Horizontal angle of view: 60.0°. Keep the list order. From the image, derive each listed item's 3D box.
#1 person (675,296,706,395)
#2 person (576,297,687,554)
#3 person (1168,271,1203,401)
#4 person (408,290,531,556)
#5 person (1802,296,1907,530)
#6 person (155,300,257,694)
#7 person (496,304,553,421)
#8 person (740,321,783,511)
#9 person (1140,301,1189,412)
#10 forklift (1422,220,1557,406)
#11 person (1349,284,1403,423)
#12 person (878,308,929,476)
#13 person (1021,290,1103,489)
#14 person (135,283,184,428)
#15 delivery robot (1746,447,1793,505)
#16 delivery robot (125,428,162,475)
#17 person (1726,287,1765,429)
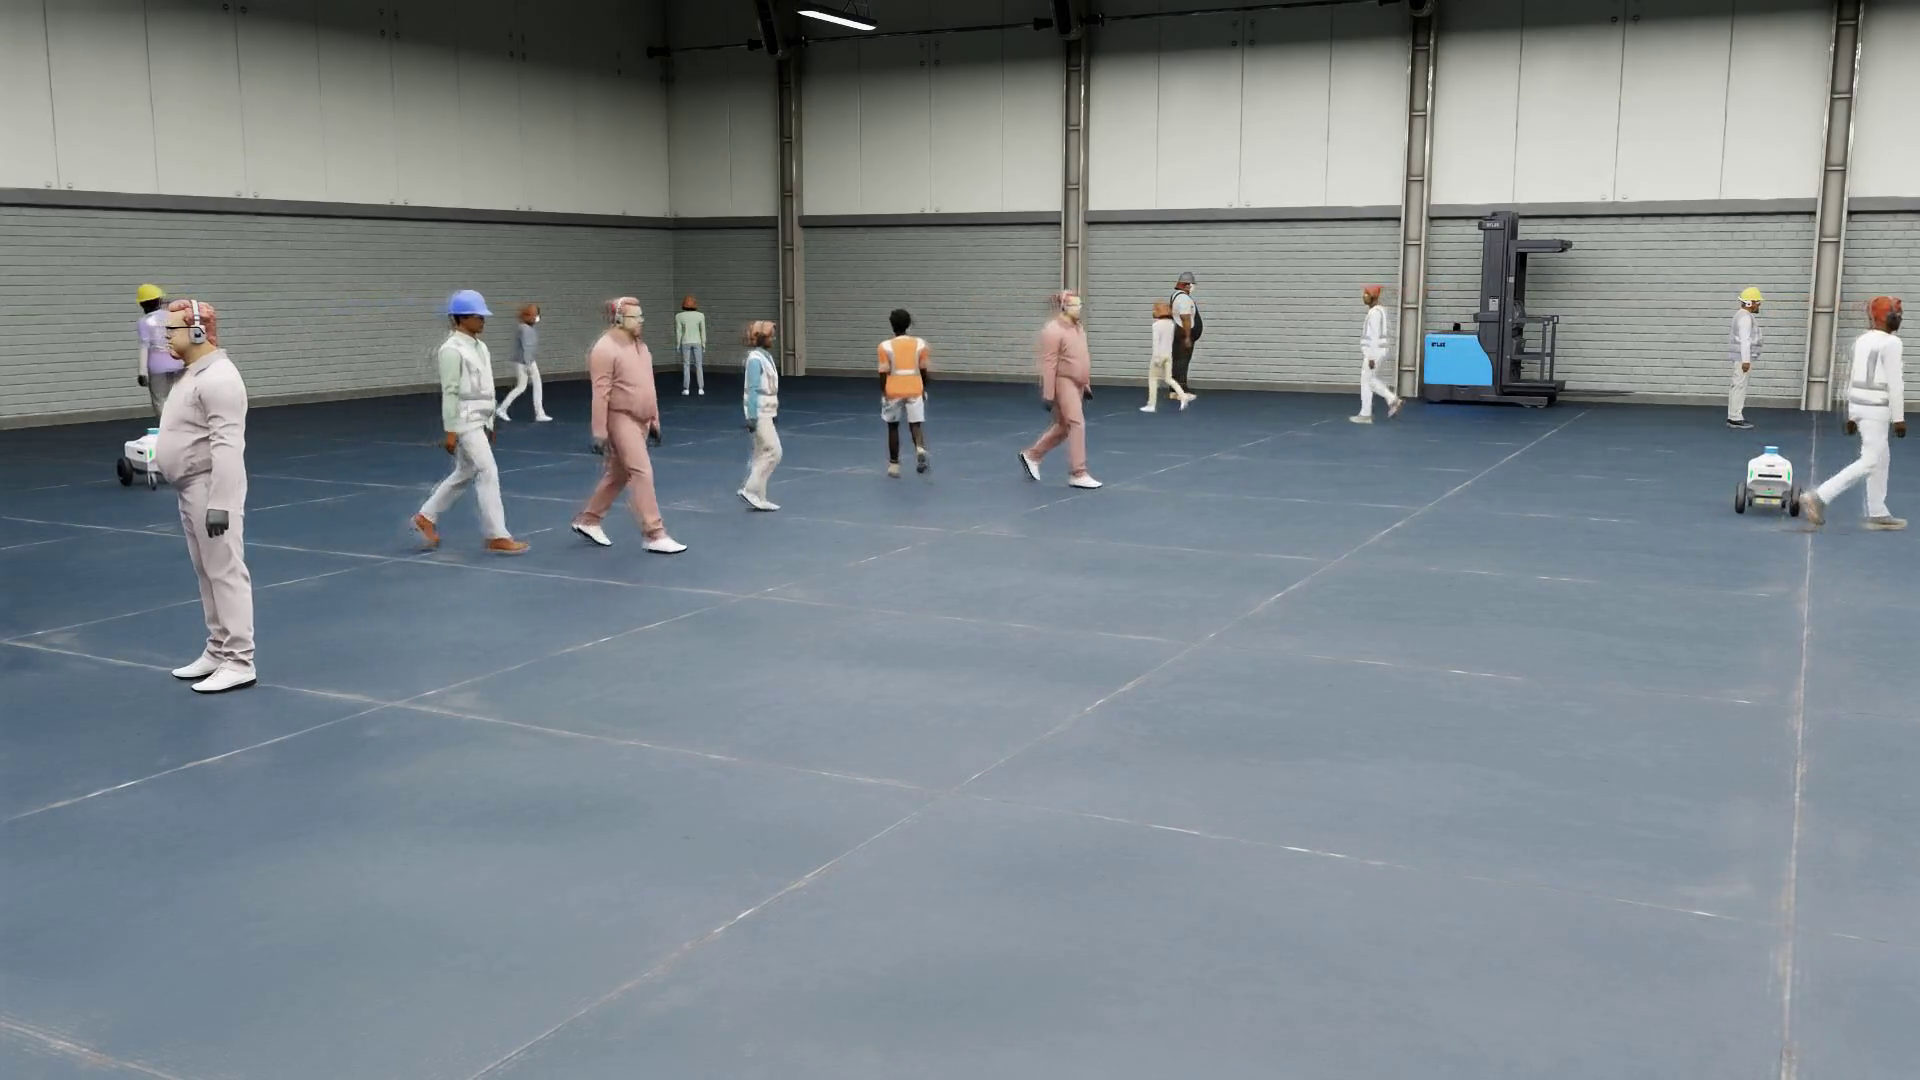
[{"bbox_3d":[-4.451,-3.217,27.506,0.499,1.634,0.279,-2,9,-14],"label":"person"},{"bbox_3d":[-2.476,-0.855,12.241,0.969,1.867,0.656,3,10,17],"label":"person"},{"bbox_3d":[3.607,-3.250,26.594,0.535,2.000,0.684,-2,9,-10],"label":"person"},{"bbox_3d":[-3.620,-0.854,12.081,0.905,1.920,0.615,1,9,6],"label":"person"},{"bbox_3d":[7.134,-0.996,13.142,0.807,1.858,0.581,1,9,6],"label":"person"},{"bbox_3d":[-3.719,-0.219,8.185,0.408,1.908,0.645,-7,11,-36],"label":"person"},{"bbox_3d":[-5.965,-2.410,22.643,0.695,1.598,0.512,1,9,5],"label":"person"},{"bbox_3d":[-1.663,-1.049,14.170,0.370,1.626,0.516,0,9,1],"label":"person"},{"bbox_3d":[2.976,-2.654,24.109,0.503,1.607,0.702,-9,13,-43],"label":"person"},{"bbox_3d":[8.245,-3.527,25.720,1.873,2.768,1.129,5,10,27],"label":"forklift"},{"bbox_3d":[5.621,-2.511,22.433,0.596,1.869,0.596,4,10,21],"label":"person"},{"bbox_3d":[-0.548,-1.452,16.467,0.540,1.677,0.608,-3,10,-15],"label":"person"},{"bbox_3d":[0.972,-1.455,15.902,0.870,1.875,0.642,4,10,25],"label":"person"},{"bbox_3d":[-9.245,-2.007,19.213,0.437,1.900,0.617,3,10,20],"label":"person"},{"bbox_3d":[6.948,-0.558,14.273,0.477,0.478,0.707,4,10,25],"label":"delivery robot"},{"bbox_3d":[-7.725,-0.830,15.948,0.477,0.478,0.707,-9,13,-44],"label":"delivery robot"},{"bbox_3d":[10.289,-2.389,21.795,0.403,1.830,0.600,3,10,18],"label":"person"}]
